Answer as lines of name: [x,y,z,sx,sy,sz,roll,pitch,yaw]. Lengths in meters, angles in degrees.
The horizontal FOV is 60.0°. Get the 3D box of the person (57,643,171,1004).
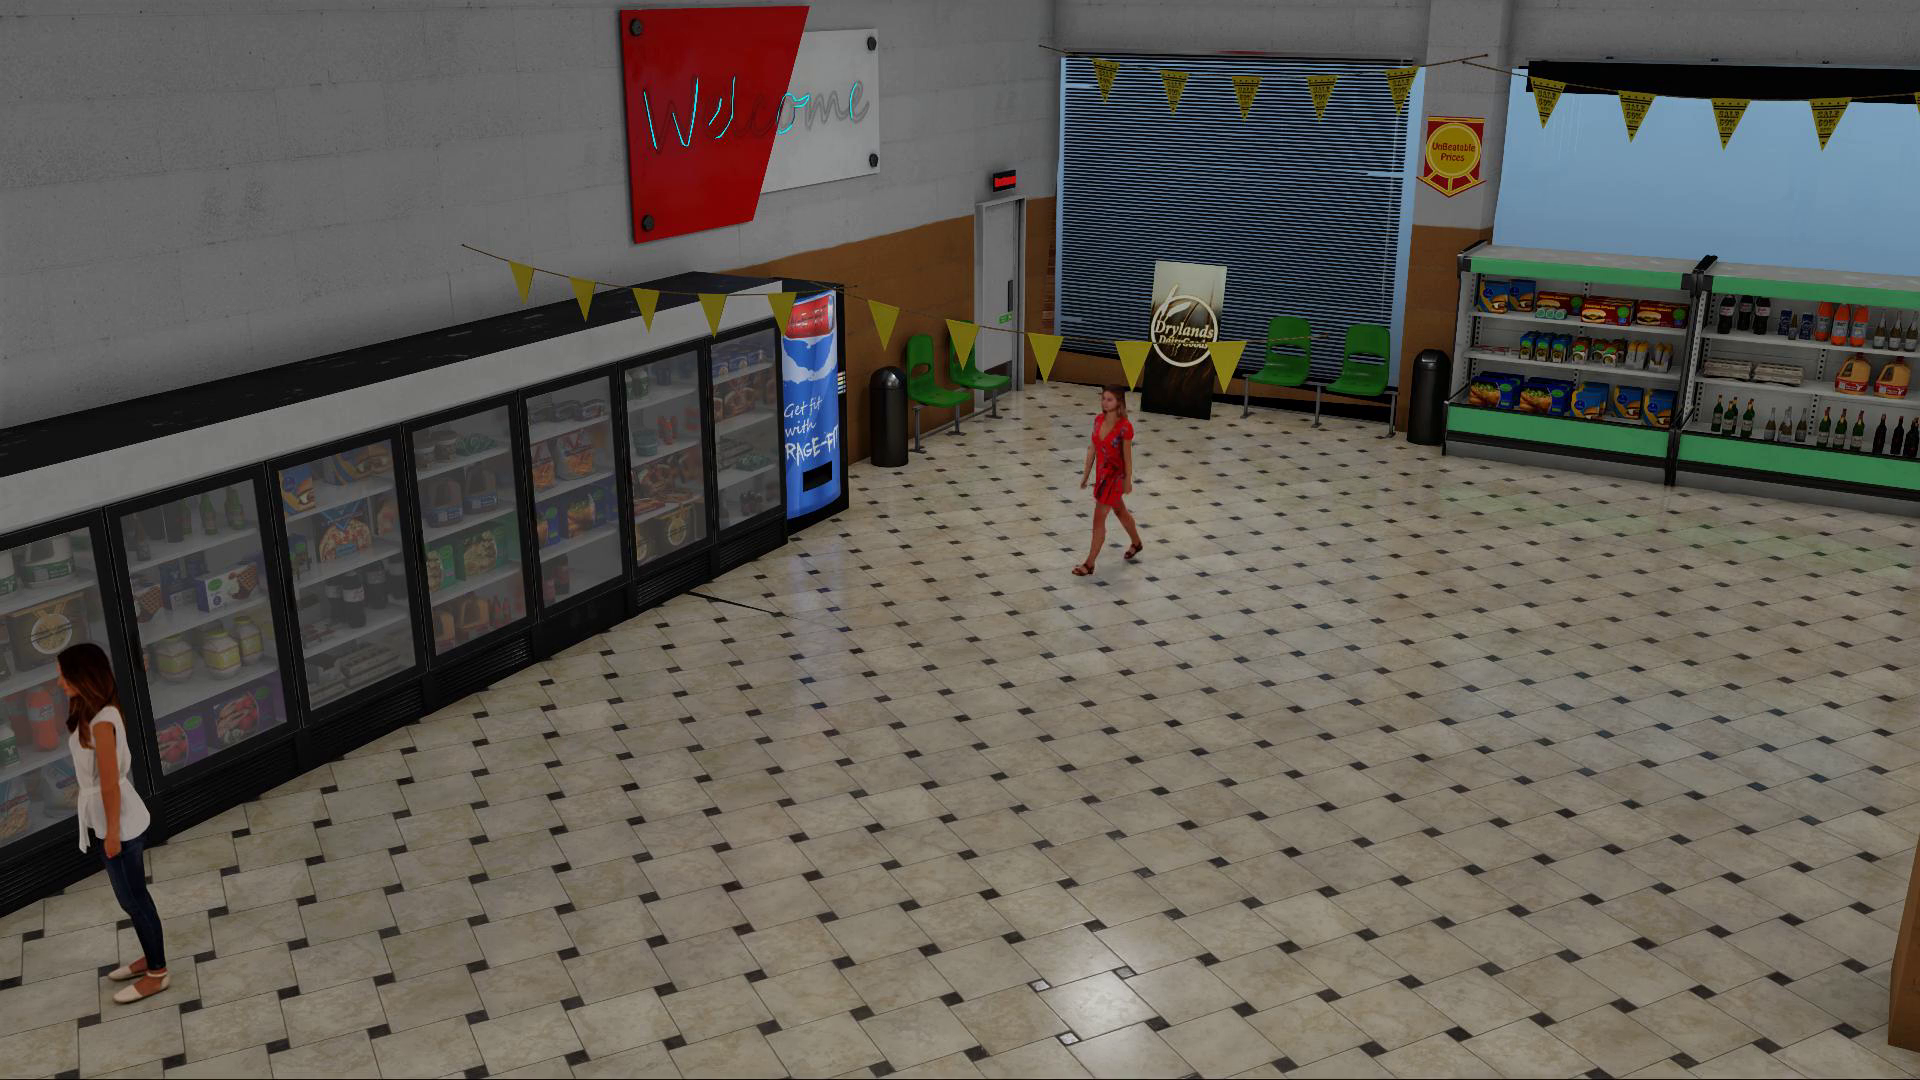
person: [-3.973,1.320,7.871,0.721,1.782,0.595,-13,23,-34]

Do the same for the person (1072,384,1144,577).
person: [1.297,-0.505,13.647,0.920,1.551,1.095,-14,23,-35]
